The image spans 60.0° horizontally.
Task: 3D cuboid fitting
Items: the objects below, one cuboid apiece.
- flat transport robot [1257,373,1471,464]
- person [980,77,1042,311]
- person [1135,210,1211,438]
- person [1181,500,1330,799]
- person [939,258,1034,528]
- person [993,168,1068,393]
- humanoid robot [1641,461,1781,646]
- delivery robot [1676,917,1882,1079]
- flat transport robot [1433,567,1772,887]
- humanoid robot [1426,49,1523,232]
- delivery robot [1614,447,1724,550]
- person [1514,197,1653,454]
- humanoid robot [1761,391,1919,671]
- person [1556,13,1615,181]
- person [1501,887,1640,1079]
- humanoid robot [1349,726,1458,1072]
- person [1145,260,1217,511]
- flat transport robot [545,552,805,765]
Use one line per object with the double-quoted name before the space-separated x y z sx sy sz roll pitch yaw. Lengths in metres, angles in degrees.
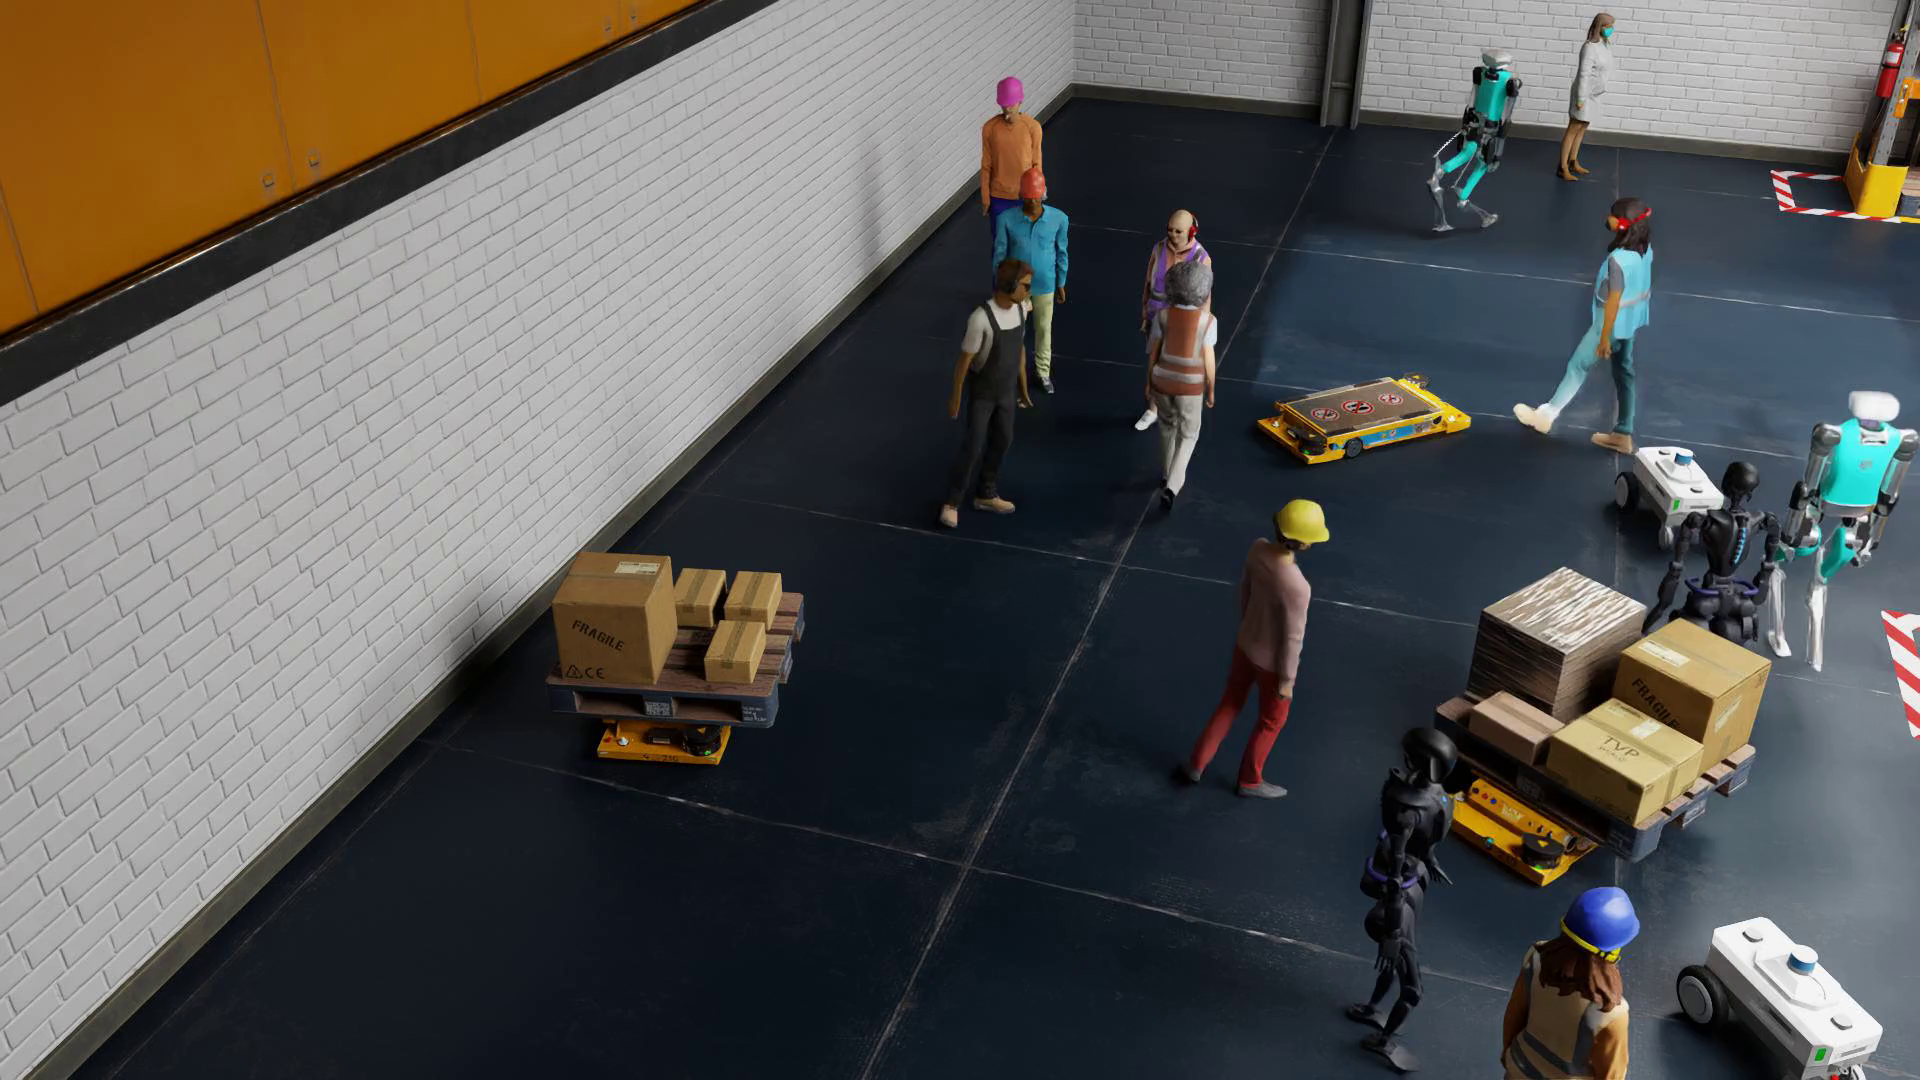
"flat transport robot" 2.953 -0.890 12.140 1.431 0.231 0.659 -13 33 -21
"person" 0.421 -2.872 13.837 0.515 1.973 0.401 4 31 6
"person" 1.531 -1.538 11.835 0.494 1.692 0.341 14 33 22
"person" 1.452 0.560 8.229 0.580 1.733 0.586 -11 32 -18
"person" 0.167 -0.940 10.713 0.646 1.802 0.434 -26 39 -37
"person" 0.527 -1.927 12.437 0.568 1.750 0.328 -2 31 -3
"humanoid robot" 3.896 0.348 8.673 0.602 1.622 0.705 -1 30 -1
"delivery robot" 3.481 1.953 7.007 0.499 0.581 0.774 -9 32 -15
"flat transport robot" 3.146 1.243 8.510 1.431 0.231 0.659 -21 37 -32
"humanoid robot" 4.683 -3.590 15.275 1.022 1.734 0.547 -16 34 -25
"delivery robot" 4.674 -0.316 10.900 0.499 0.614 0.808 -1 30 -1
"person" 4.491 -1.535 11.697 0.500 1.829 0.915 -24 38 -34
"humanoid robot" 4.833 -0.096 9.353 0.530 1.795 0.722 3 31 6
"person" 6.402 -4.515 16.930 0.342 1.658 0.485 25 39 36
"person" 2.103 1.922 5.865 0.319 1.778 0.470 -17 34 -26
"humanoid robot" 1.836 1.429 6.806 0.342 1.654 0.610 15 34 24
"person" 1.425 -0.990 10.937 0.458 1.656 0.689 13 33 21
"flat transport robot" -1.527 0.750 9.350 0.659 0.231 1.431 3 31 5
